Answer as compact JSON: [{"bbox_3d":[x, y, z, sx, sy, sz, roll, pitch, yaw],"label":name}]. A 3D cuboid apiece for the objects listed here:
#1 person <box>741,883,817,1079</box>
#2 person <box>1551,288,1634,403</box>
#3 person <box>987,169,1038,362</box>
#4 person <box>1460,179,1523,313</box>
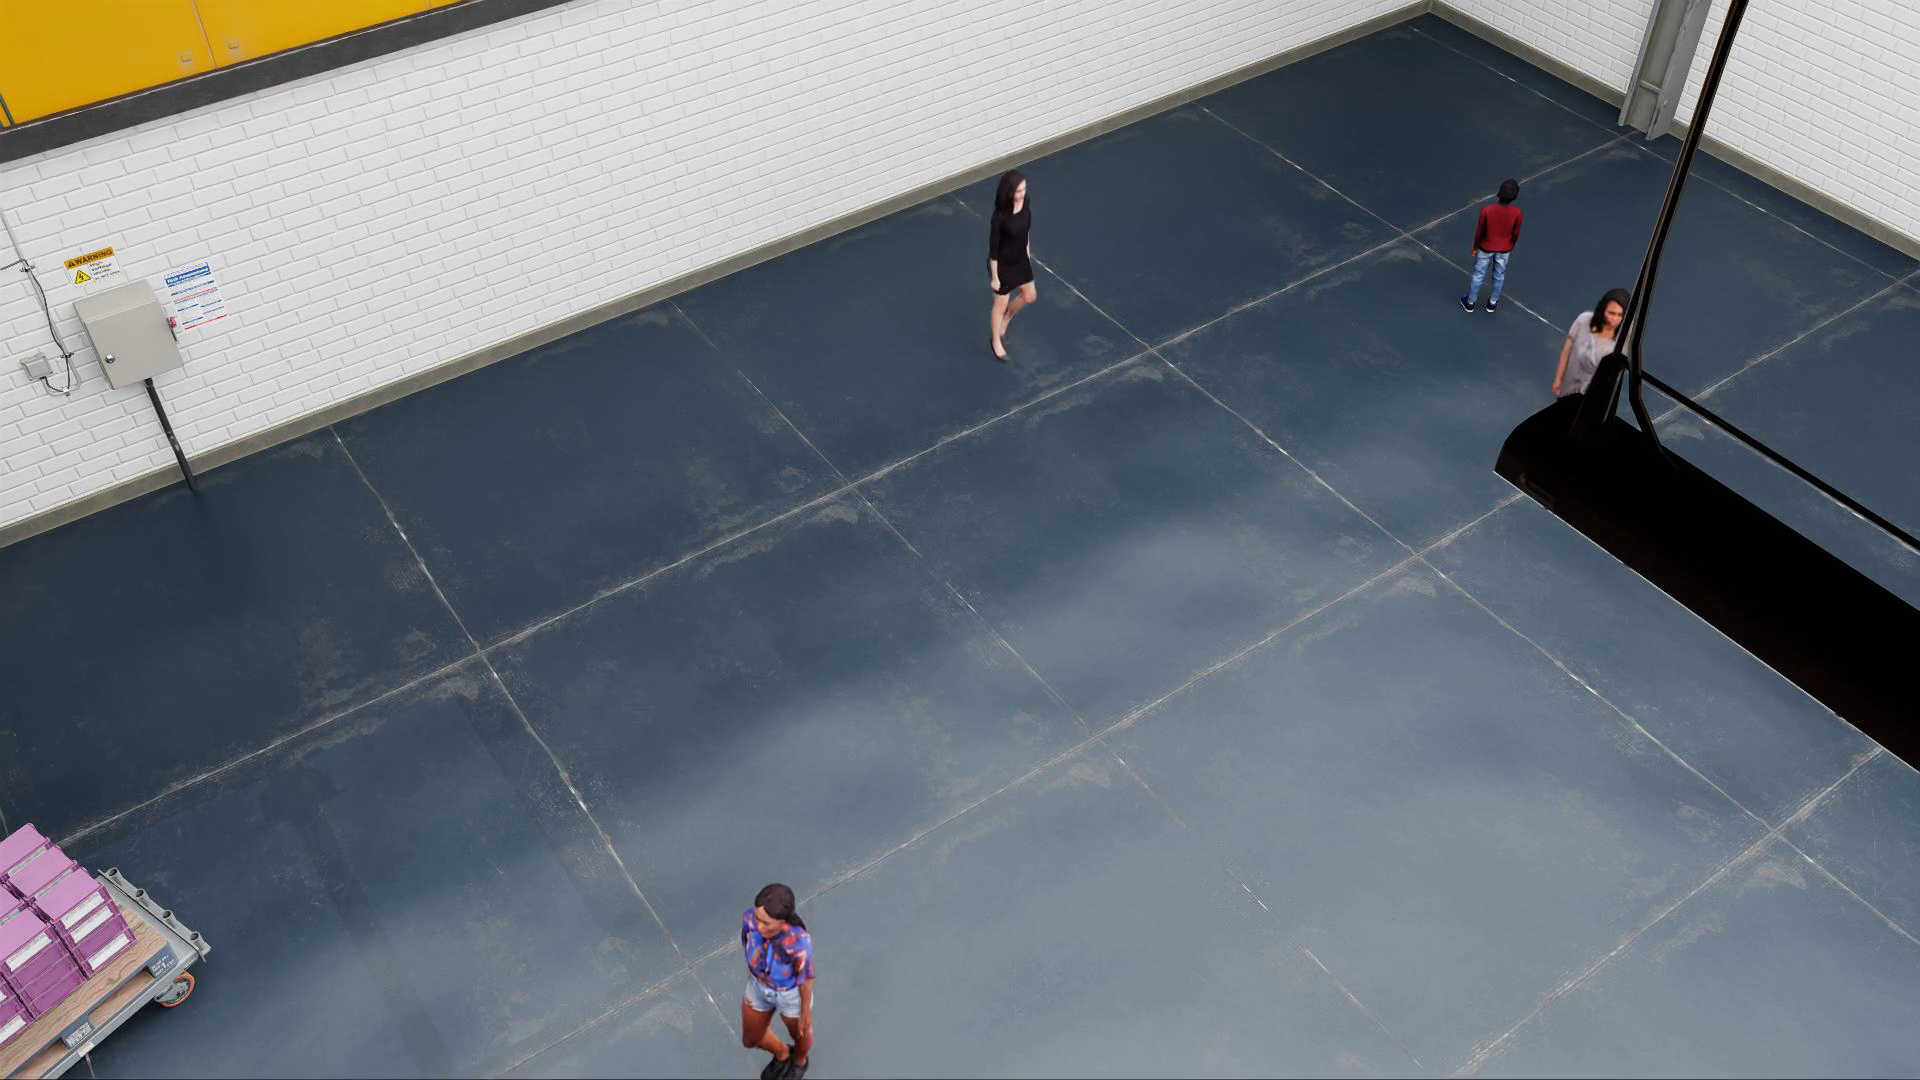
[{"bbox_3d":[-0.868,2.257,8.551,0.638,1.735,0.750,22,48,21],"label":"person"},{"bbox_3d":[4.655,-1.243,12.343,1.090,1.572,1.018,17,46,17],"label":"person"},{"bbox_3d":[0.329,-2.203,13.192,0.719,1.791,0.705,34,53,30],"label":"person"},{"bbox_3d":[4.450,-2.447,13.836,0.587,1.256,0.641,5,44,5],"label":"person"}]
